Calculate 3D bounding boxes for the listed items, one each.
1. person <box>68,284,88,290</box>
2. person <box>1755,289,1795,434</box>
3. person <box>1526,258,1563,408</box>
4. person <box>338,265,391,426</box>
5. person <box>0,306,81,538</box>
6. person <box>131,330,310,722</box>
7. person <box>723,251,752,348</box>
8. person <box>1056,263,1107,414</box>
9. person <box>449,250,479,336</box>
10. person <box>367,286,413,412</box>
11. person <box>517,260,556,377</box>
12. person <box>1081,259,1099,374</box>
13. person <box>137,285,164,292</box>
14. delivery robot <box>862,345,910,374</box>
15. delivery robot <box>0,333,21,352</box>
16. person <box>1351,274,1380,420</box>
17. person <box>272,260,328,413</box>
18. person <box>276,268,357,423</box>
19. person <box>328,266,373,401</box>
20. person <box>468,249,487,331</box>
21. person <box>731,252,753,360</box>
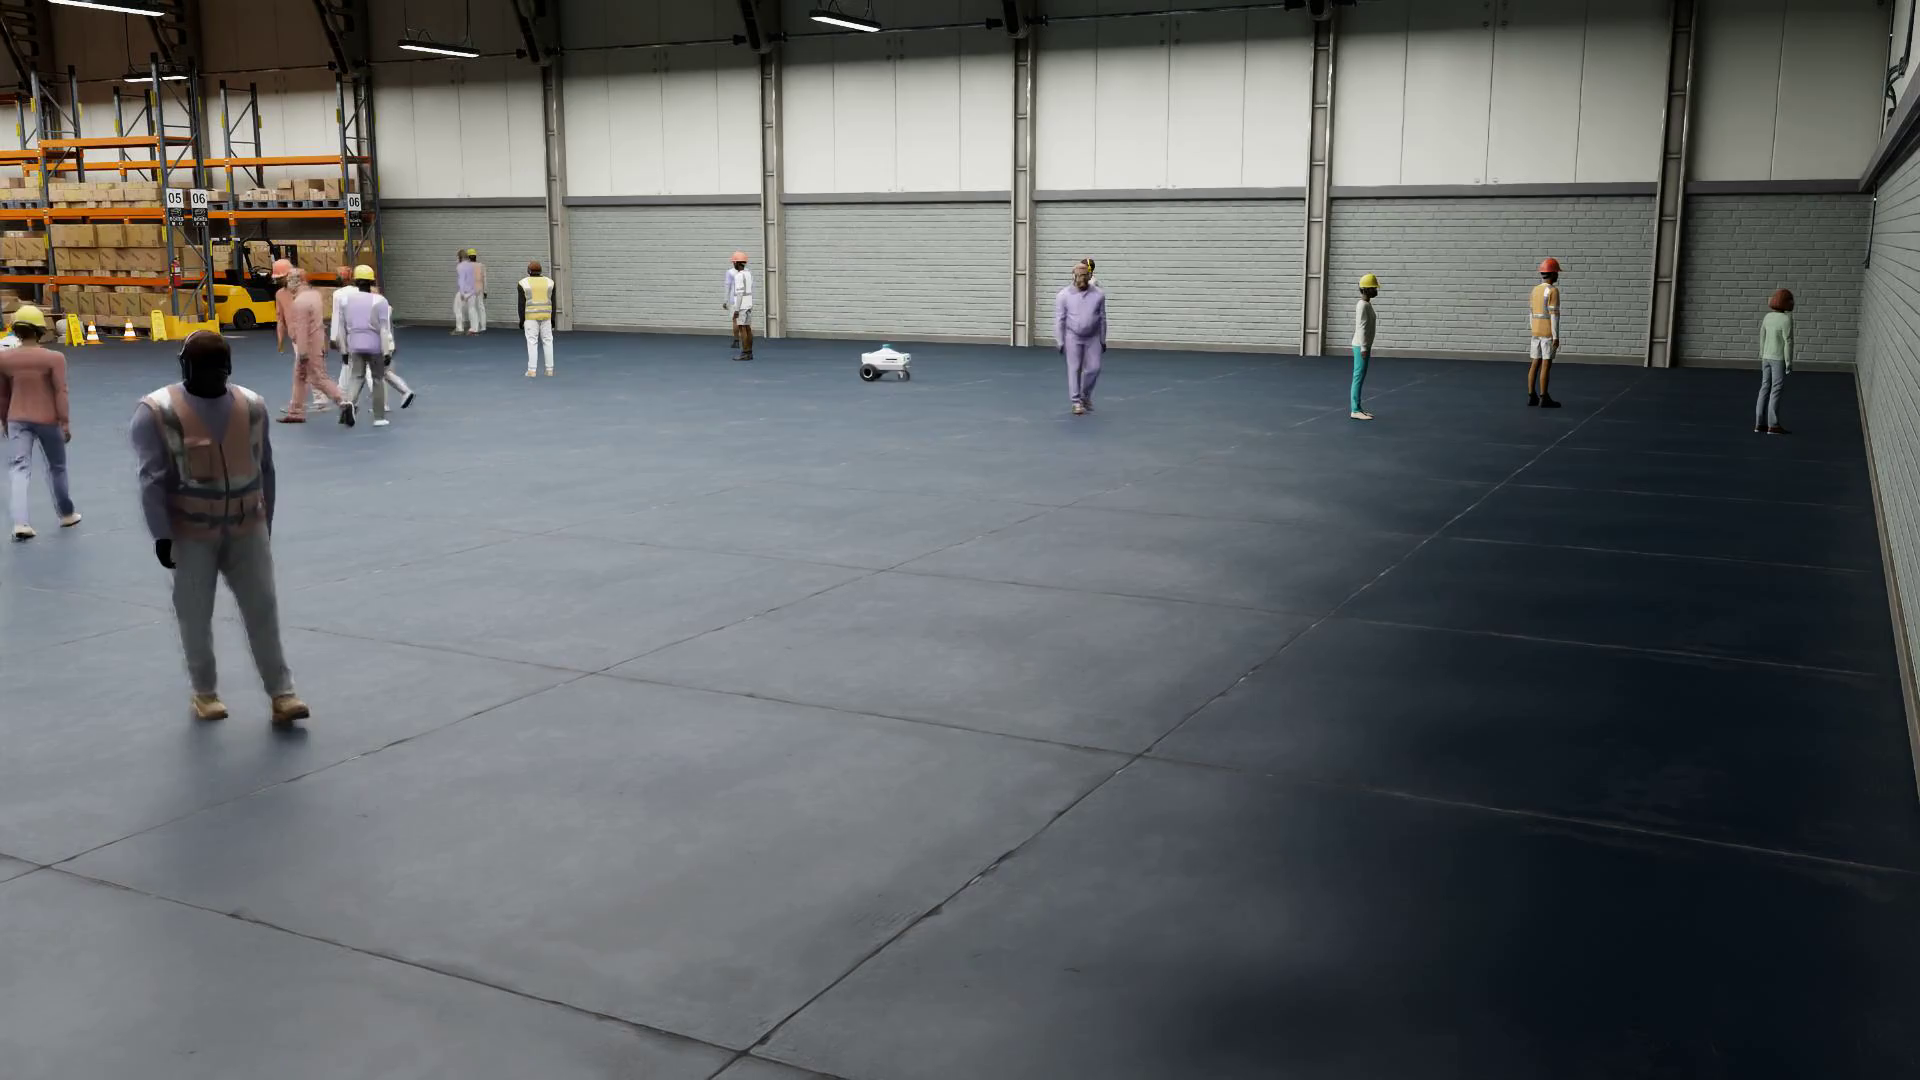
[{"bbox_3d":[-21.052,-6.041,39.807,0.979,2.010,0.612,6,12,29],"label":"person"},{"bbox_3d":[9.269,-2.020,18.868,0.271,1.631,0.509,-1,10,-8],"label":"person"},{"bbox_3d":[7.662,-2.700,21.737,0.354,1.942,0.545,-3,11,-15],"label":"person"},{"bbox_3d":[-6.960,-2.247,19.392,0.590,1.907,0.708,0,10,3],"label":"person"},{"bbox_3d":[-6.954,-0.894,12.493,0.538,1.718,0.902,-2,11,-9],"label":"person"},{"bbox_3d":[-3.343,-0.029,7.543,0.634,1.814,0.803,-9,14,-41],"label":"person"},{"bbox_3d":[-4.409,-4.781,33.115,0.552,1.936,0.372,-7,12,-33],"label":"person"},{"bbox_3d":[1.530,-2.519,20.892,0.667,1.888,0.436,-2,11,-9],"label":"person"},{"bbox_3d":[-11.111,-5.498,37.068,0.791,1.909,0.666,2,11,11],"label":"person"},{"bbox_3d":[-7.280,-2.399,21.006,0.510,1.614,0.544,3,11,15],"label":"person"},{"bbox_3d":[-6.736,-3.519,26.476,0.627,1.844,0.429,-7,12,-33],"label":"person"},{"bbox_3d":[2.100,-3.621,27.000,0.311,1.860,0.509,0,10,-3],"label":"person"},{"bbox_3d":[-18.948,-5.837,38.987,0.601,1.886,0.659,5,12,27],"label":"person"},{"bbox_3d":[-1.142,-2.774,25.668,0.707,0.478,0.477,2,11,10],"label":"delivery robot"},{"bbox_3d":[-16.427,-3.350,28.809,0.707,0.478,0.477,6,12,29],"label":"delivery robot"},{"bbox_3d":[4.964,-2.362,20.373,0.315,1.769,0.524,3,11,17],"label":"person"},{"bbox_3d":[-8.350,-2.535,20.862,0.643,1.934,0.918,6,12,30],"label":"person"},{"bbox_3d":[-7.712,-2.311,19.831,0.932,1.866,0.667,-1,10,-8],"label":"person"},{"bbox_3d":[-8.266,-2.805,22.641,1.015,1.833,0.584,3,11,17],"label":"person"},{"bbox_3d":[-11.343,-5.829,38.848,0.593,1.921,0.376,-9,14,-40],"label":"person"},{"bbox_3d":[-3.923,-4.190,29.871,0.363,1.939,0.542,3,11,15],"label":"person"}]
